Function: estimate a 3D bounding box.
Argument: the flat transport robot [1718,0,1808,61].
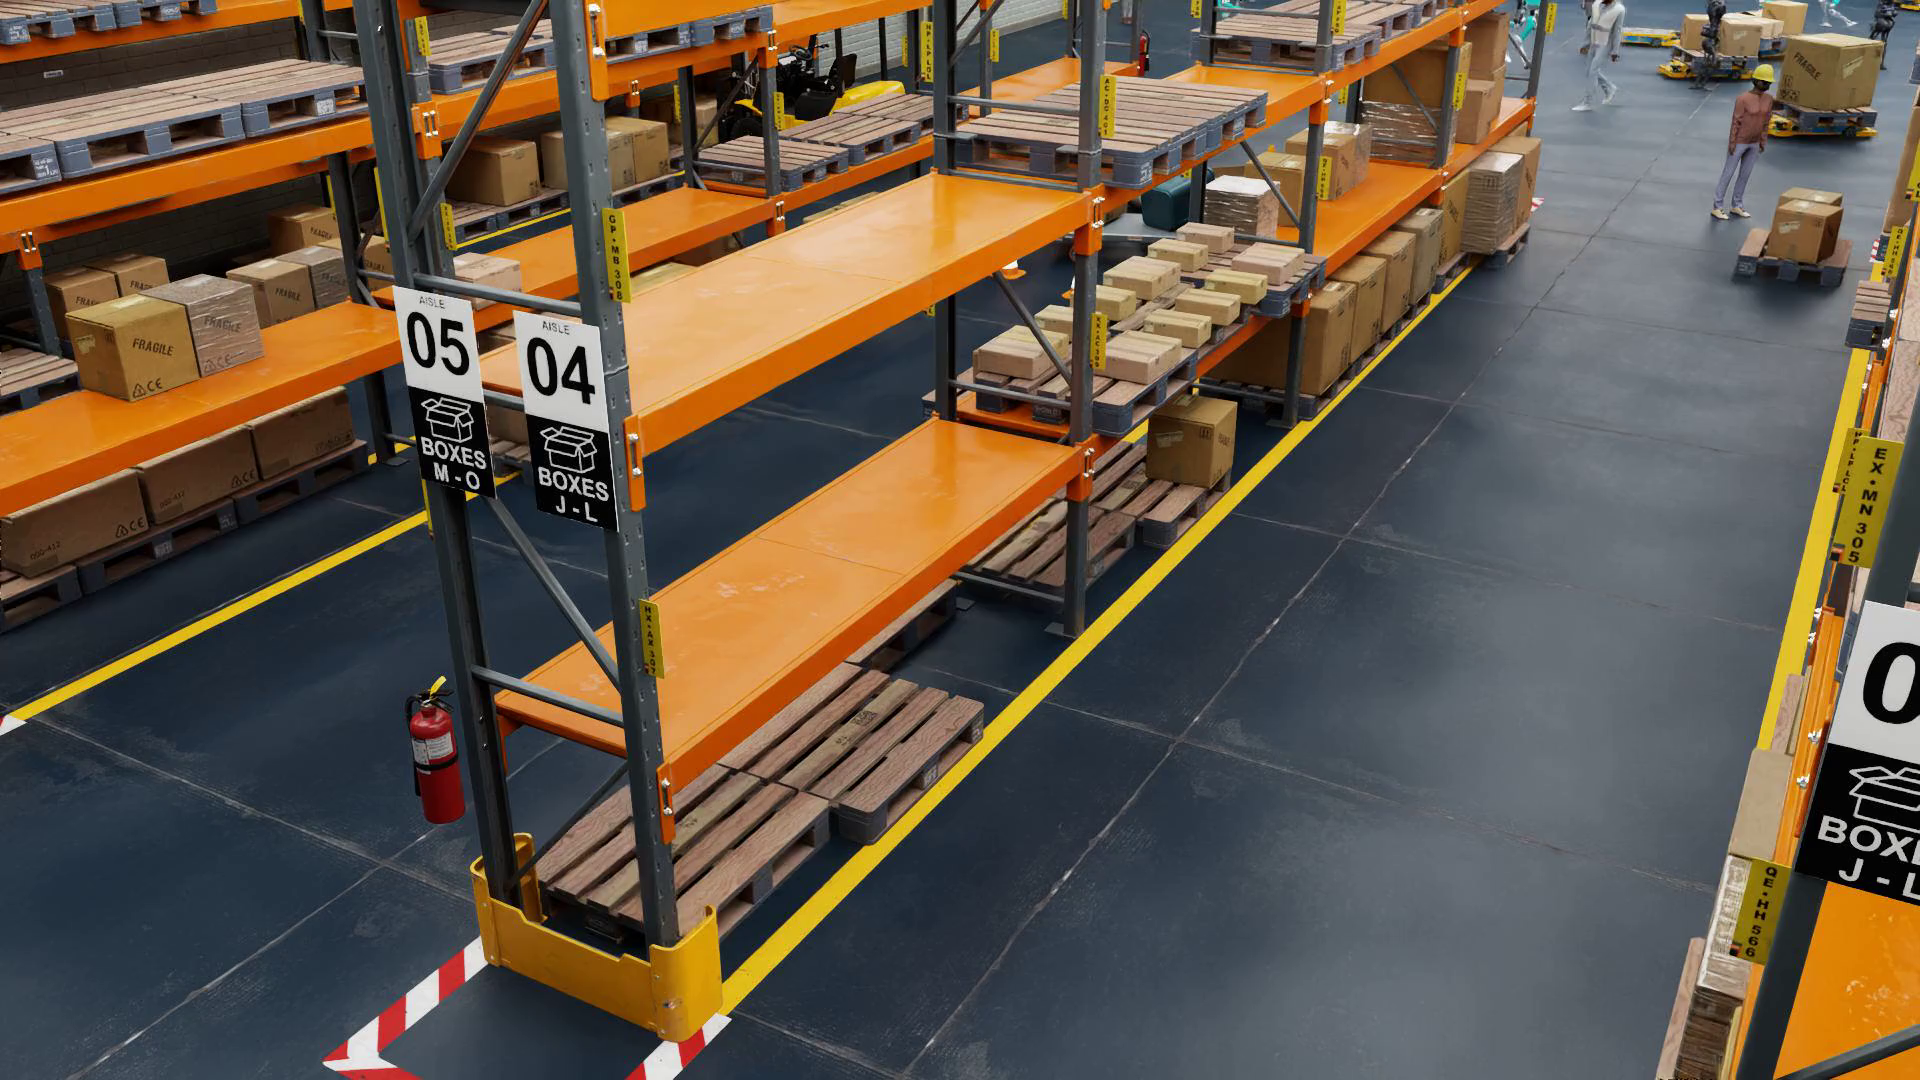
[{"bbox_3d":[13.999,-8.638,29.291,1.431,0.231,0.659,-12,28,-24],"label":"flat transport robot"}]

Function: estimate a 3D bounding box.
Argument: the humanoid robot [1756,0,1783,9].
[{"bbox_3d":[14.753,-9.864,30.276,0.767,1.896,0.540,7,27,14],"label":"humanoid robot"}]

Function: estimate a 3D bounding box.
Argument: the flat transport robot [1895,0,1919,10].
[{"bbox_3d":[20.033,-11.184,34.581,0.659,0.231,1.431,3,26,6],"label":"flat transport robot"}]

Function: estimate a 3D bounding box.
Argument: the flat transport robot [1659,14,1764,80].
[{"bbox_3d":[12.413,-7.789,27.528,1.431,0.231,0.659,2,26,3],"label":"flat transport robot"}]

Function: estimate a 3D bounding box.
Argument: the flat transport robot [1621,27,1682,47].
[{"bbox_3d":[12.470,-9.240,30.543,1.431,0.231,0.659,11,28,21],"label":"flat transport robot"}]

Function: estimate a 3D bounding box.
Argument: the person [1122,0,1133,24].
[{"bbox_3d":[3.246,-10.993,32.300,0.643,1.904,0.749,10,27,20],"label":"person"}]

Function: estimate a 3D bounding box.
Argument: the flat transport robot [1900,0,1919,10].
[{"bbox_3d":[20.210,-11.084,34.373,1.431,0.231,0.659,-13,28,-24],"label":"flat transport robot"}]

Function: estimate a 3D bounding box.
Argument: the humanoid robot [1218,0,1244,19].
[{"bbox_3d":[4.939,-9.907,30.268,0.899,1.778,0.558,-8,27,-17],"label":"humanoid robot"}]

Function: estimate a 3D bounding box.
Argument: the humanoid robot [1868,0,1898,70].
[{"bbox_3d":[15.502,-8.746,27.894,0.609,1.635,0.401,-20,32,-35],"label":"humanoid robot"}]

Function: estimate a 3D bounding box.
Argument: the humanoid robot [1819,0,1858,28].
[{"bbox_3d":[16.649,-10.492,31.440,1.004,1.727,0.552,3,26,5],"label":"humanoid robot"}]

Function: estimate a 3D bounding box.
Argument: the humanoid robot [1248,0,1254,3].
[{"bbox_3d":[6.429,-12.047,34.682,1.015,1.732,0.548,-5,26,-11],"label":"humanoid robot"}]

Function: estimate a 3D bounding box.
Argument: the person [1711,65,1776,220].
[{"bbox_3d":[9.061,-4.569,19.124,0.522,1.761,0.343,-9,27,-17],"label":"person"}]

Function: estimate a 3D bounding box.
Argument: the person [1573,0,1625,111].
[{"bbox_3d":[9.596,-7.370,24.783,0.748,1.897,0.606,-10,27,-20],"label":"person"}]

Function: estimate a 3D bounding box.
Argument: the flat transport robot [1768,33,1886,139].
[{"bbox_3d":[12.119,-5.869,23.538,1.431,0.231,0.659,0,26,0],"label":"flat transport robot"}]

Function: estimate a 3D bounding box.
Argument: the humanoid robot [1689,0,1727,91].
[{"bbox_3d":[11.840,-7.916,26.177,0.372,1.650,0.610,14,29,26],"label":"humanoid robot"}]

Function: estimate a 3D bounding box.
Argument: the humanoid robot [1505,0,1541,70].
[{"bbox_3d":[9.430,-8.751,27.894,0.563,1.747,1.064,-8,27,-15],"label":"humanoid robot"}]

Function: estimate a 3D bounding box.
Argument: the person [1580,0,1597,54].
[{"bbox_3d":[11.295,-9.614,29.444,0.593,1.900,1.048,12,28,23],"label":"person"}]

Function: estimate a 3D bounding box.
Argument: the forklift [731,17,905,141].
[{"bbox_3d":[-1.819,-5.975,21.543,2.313,2.155,1.214,14,29,26],"label":"forklift"}]
